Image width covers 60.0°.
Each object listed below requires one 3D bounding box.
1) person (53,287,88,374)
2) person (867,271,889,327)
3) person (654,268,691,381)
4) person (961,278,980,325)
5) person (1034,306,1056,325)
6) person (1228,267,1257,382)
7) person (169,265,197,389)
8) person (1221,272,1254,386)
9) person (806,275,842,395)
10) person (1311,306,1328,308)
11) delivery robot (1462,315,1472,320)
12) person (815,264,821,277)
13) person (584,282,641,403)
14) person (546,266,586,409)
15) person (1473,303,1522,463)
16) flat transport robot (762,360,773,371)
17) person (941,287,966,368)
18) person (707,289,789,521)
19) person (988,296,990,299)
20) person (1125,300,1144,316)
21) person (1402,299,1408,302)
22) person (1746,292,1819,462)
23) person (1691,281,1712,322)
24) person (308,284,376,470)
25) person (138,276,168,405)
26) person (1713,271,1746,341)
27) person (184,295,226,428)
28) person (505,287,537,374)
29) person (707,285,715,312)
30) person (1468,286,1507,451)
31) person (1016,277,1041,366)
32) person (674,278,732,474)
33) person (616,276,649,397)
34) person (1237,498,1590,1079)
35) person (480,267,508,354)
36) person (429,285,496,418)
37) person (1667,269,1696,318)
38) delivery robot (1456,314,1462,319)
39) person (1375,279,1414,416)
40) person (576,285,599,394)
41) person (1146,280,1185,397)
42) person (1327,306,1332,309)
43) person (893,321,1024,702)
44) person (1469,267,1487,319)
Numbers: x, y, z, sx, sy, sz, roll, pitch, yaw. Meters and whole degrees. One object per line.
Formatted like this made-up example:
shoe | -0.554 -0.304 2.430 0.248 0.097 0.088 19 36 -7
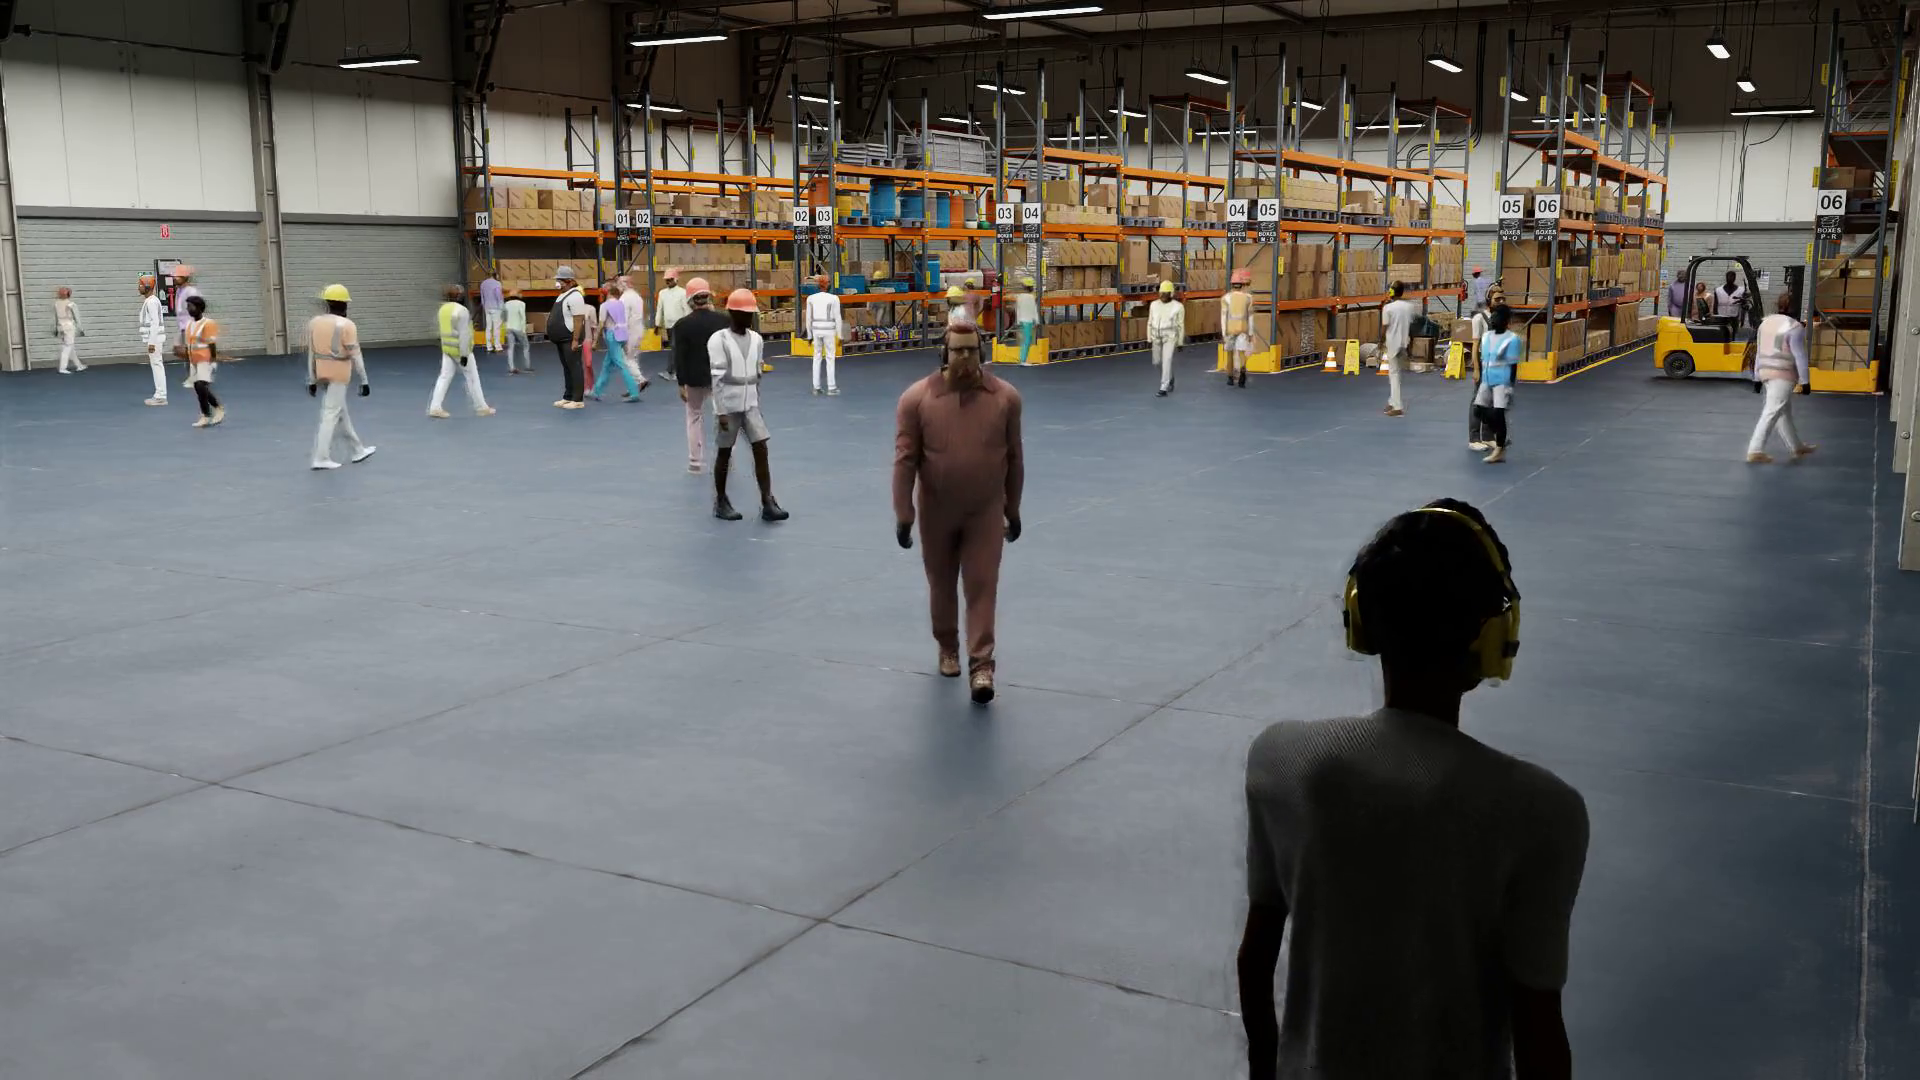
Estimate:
person | -16.591 -3.901 30.994 0.529 1.590 0.842 3 10 19
person | -2.050 -5.904 42.125 0.603 1.799 0.880 4 11 23
person | -5.071 -3.743 29.012 0.630 1.950 0.979 5 11 29
person | 0.146 -4.507 34.128 0.529 1.731 0.725 -2 10 -13
person | 1.885 -5.218 37.717 0.625 1.933 0.359 0 10 0
person | 4.861 -3.685 28.572 0.441 1.983 0.638 -4 10 -21
person | -12.680 -3.487 27.269 0.466 2.029 0.627 -9 13 -43
person | 4.631 -3.503 27.750 0.551 1.913 0.812 0 10 -1
person | -2.123 -3.207 26.073 0.584 1.882 0.337 4 10 22
person | 8.533 -5.535 39.770 0.596 1.869 1.029 6 11 31
delivery robot | 13.872 -5.927 45.613 0.707 0.478 0.477 -1 10 -5
person | -4.018 -6.931 47.637 0.617 1.964 0.361 8 13 41
person | -5.186 -2.931 24.756 0.988 1.777 0.553 2 10 13
person | -5.647 -2.902 23.830 0.536 2.000 0.673 -5 11 -29
person | 5.663 -1.648 17.496 0.389 1.682 0.543 -5 11 -25
flat transport robot | -4.299 -3.273 31.176 1.431 0.197 0.652 -6 12 -33
person | -0.143 -2.936 24.979 0.841 1.708 0.503 -4 10 -21
person | -1.749 -1.074 13.514 0.561 1.901 0.858 -8 13 -40
person | 1.146 -7.568 52.425 0.520 1.596 0.742 -1 10 -4
person | 5.084 -7.054 48.483 0.554 1.919 0.414 3 10 18
person | 12.803 -6.919 47.898 0.746 1.849 0.529 3 10 15
person | 8.772 -1.716 17.624 0.933 1.790 0.640 -1 10 -5
person | 16.960 -5.119 38.106 0.515 1.608 0.800 7 12 34
person | -6.390 -1.689 17.207 0.611 1.872 0.972 5 11 29
person | -11.833 -2.915 24.368 0.350 1.882 0.583 -5 11 -25
person | 15.745 -4.569 34.063 0.601 1.888 0.933 5 11 25
person | -9.629 -2.255 21.083 0.543 1.683 0.361 6 12 33
person | -8.162 -3.886 30.837 0.495 1.602 0.693 4 11 24
person | -4.913 -4.145 32.350 0.564 1.616 0.519 -1 10 -4
person | 5.951 -1.924 18.679 0.505 1.846 0.346 -6 12 -33
person | 1.380 -4.310 32.924 0.517 1.751 0.530 -4 11 -24
person | -2.492 -1.591 16.369 0.619 1.969 0.881 -4 10 -22
person | -5.063 -3.126 25.632 0.486 1.877 0.688 2 10 13
person | 0.689 0.848 2.452 0.554 1.838 0.859 7 12 35
person | -10.348 -5.085 36.909 0.630 1.940 0.372 6 11 32
person | -6.796 -2.541 22.449 0.641 1.798 0.950 8 12 39
person | 17.552 -5.653 40.466 0.653 1.870 0.968 6 11 31
delivery robot | 13.866 -6.025 46.184 0.477 0.478 0.707 -3 10 -17
person | 5.883 -2.621 22.723 0.554 1.853 0.642 -5 11 -27
person | -5.855 -3.043 25.592 0.559 1.738 0.547 -1 10 -5
person | 3.223 -3.146 25.920 0.593 1.810 0.746 7 12 34
person | 9.185 -5.959 42.180 0.645 1.892 0.465 6 12 33
person | -0.001 -0.156 8.293 0.664 1.854 1.020 -1 10 -3
person | 14.728 -6.811 47.205 1.029 1.872 0.563 7 12 35
